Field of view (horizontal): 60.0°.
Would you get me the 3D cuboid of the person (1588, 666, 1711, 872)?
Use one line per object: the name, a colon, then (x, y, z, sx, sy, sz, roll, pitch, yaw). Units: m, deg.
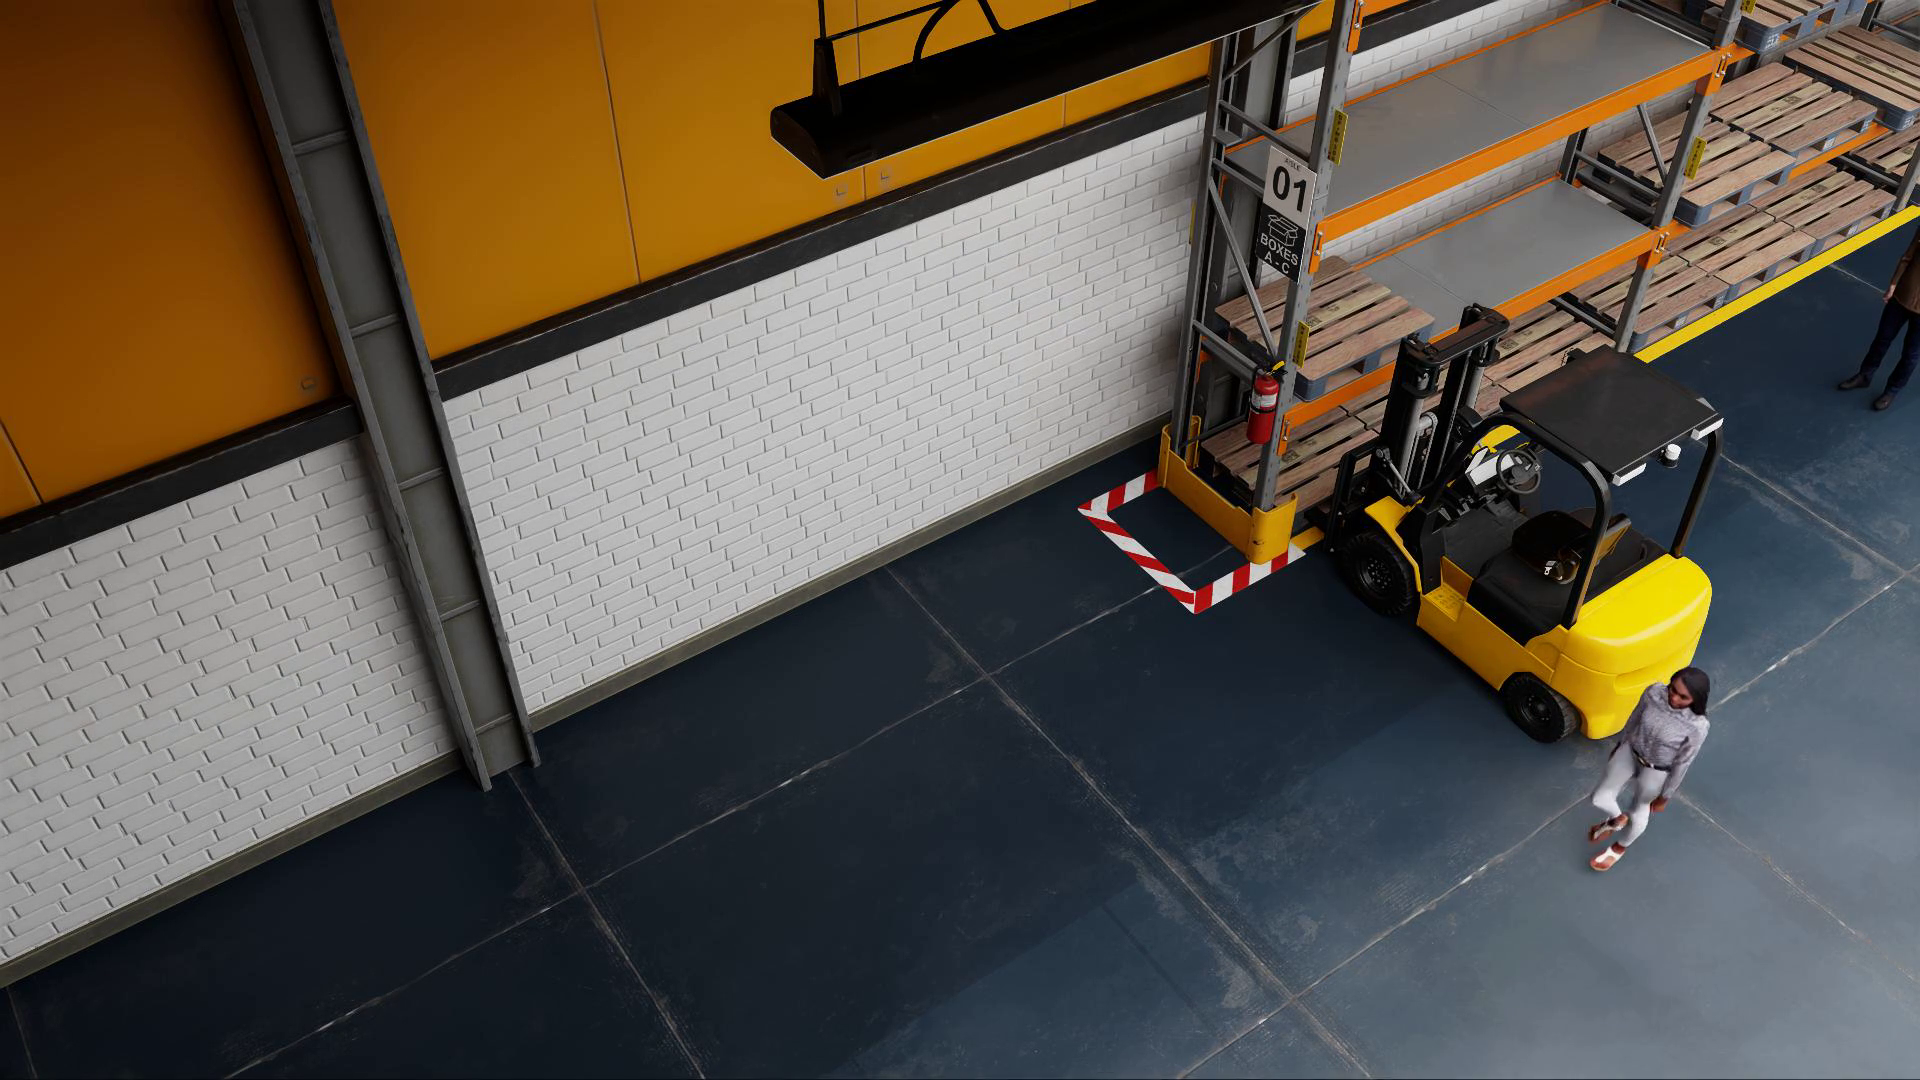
person: (4.036, 1.290, 9.622, 0.636, 1.717, 0.643, -22, 48, -21)

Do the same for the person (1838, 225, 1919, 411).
person: (7.392, -1.865, 12.809, 0.561, 1.889, 0.644, -25, 49, -24)
